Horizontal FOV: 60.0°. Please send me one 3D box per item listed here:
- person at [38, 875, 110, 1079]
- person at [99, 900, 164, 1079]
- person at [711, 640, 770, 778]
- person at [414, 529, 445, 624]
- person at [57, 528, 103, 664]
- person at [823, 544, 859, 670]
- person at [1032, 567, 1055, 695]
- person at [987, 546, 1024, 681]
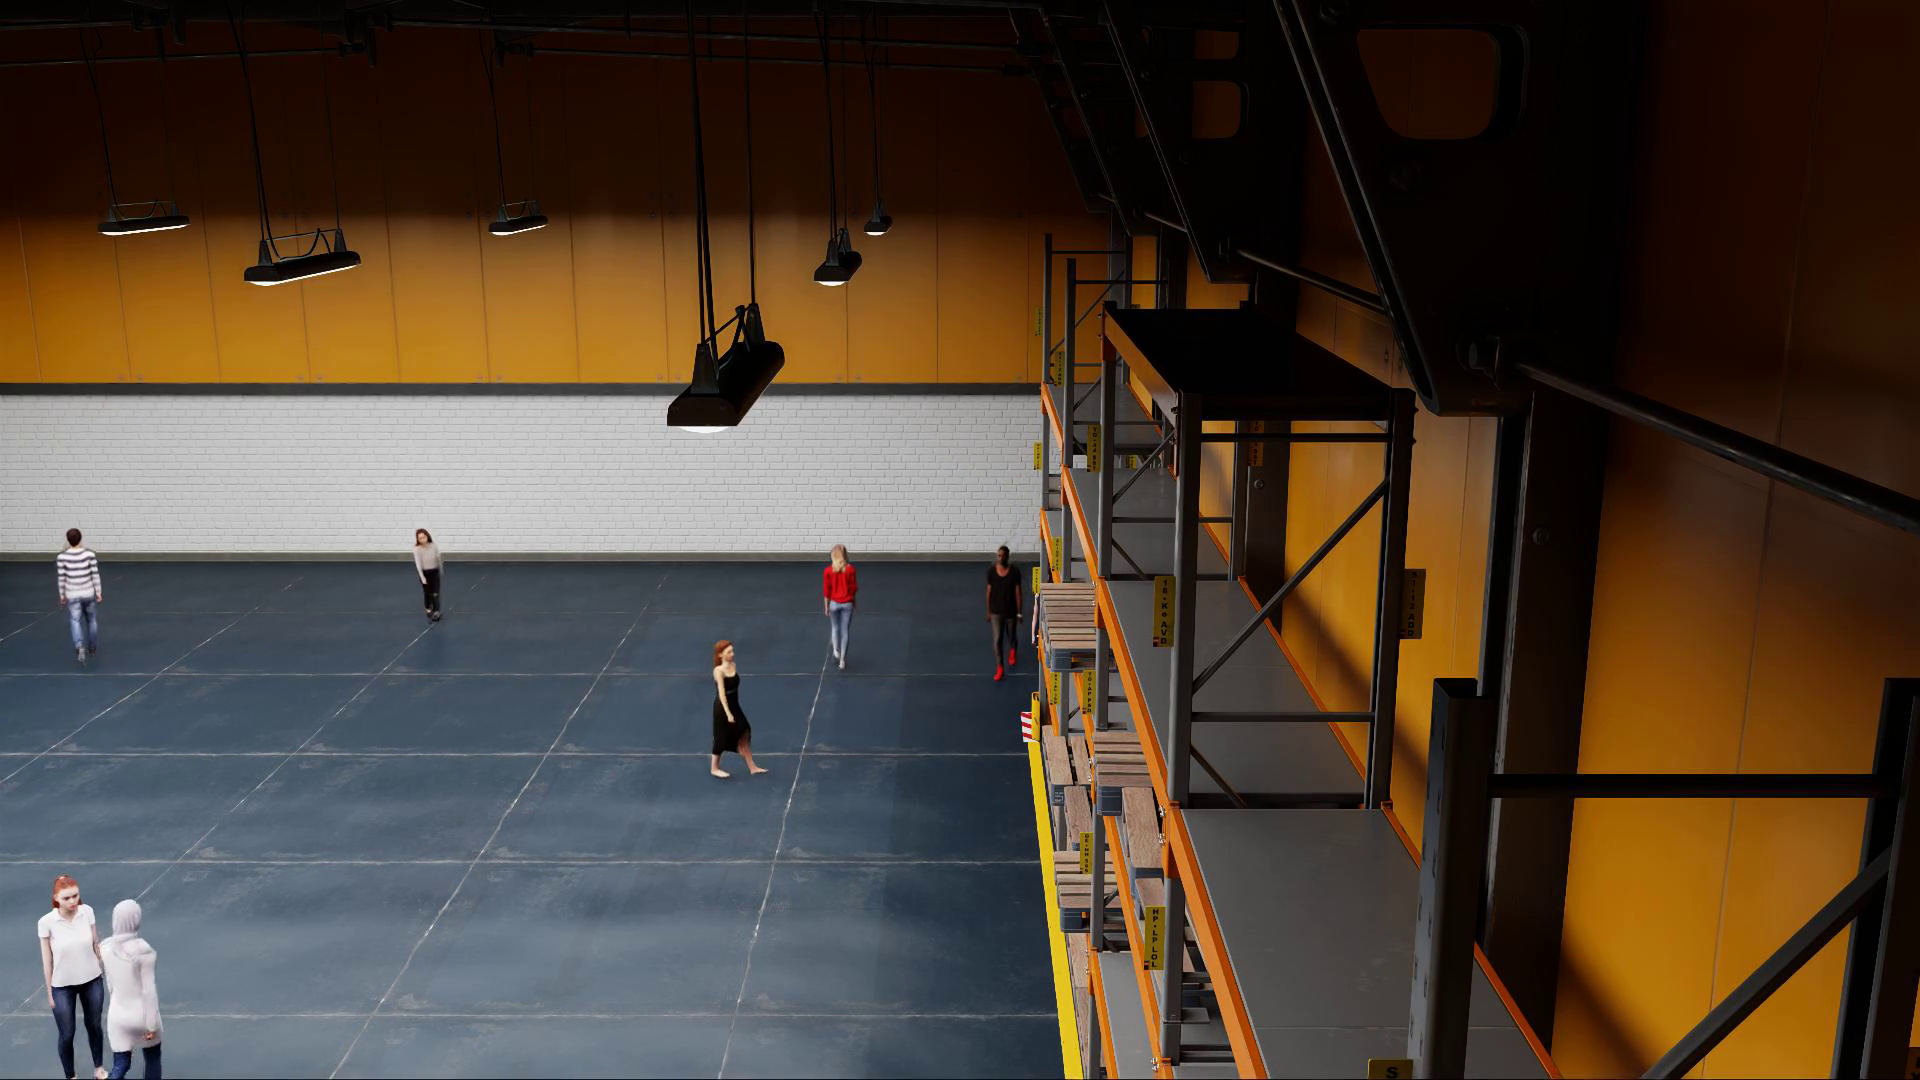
[{"bbox_3d":[-6.663,3.337,12.512,0.632,1.736,0.689,-13,18,-42],"label":"person"},{"bbox_3d":[-5.976,3.476,11.906,0.764,1.753,1.097,3,14,11],"label":"person"},{"bbox_3d":[-2.687,1.915,18.680,0.877,1.598,0.937,6,15,25],"label":"person"},{"bbox_3d":[-7.911,0.517,24.811,0.839,1.430,0.977,-11,17,-37],"label":"person"},{"bbox_3d":[-12.101,0.780,22.881,1.004,1.828,1.200,-7,15,-28],"label":"person"},{"bbox_3d":[-1.613,0.921,22.607,0.671,1.682,0.939,-1,14,-4],"label":"person"},{"bbox_3d":[1.154,1.180,21.408,0.672,1.742,0.693,9,16,33],"label":"person"},{"bbox_3d":[0.619,0.938,22.335,0.855,1.776,1.193,3,14,11],"label":"person"}]
